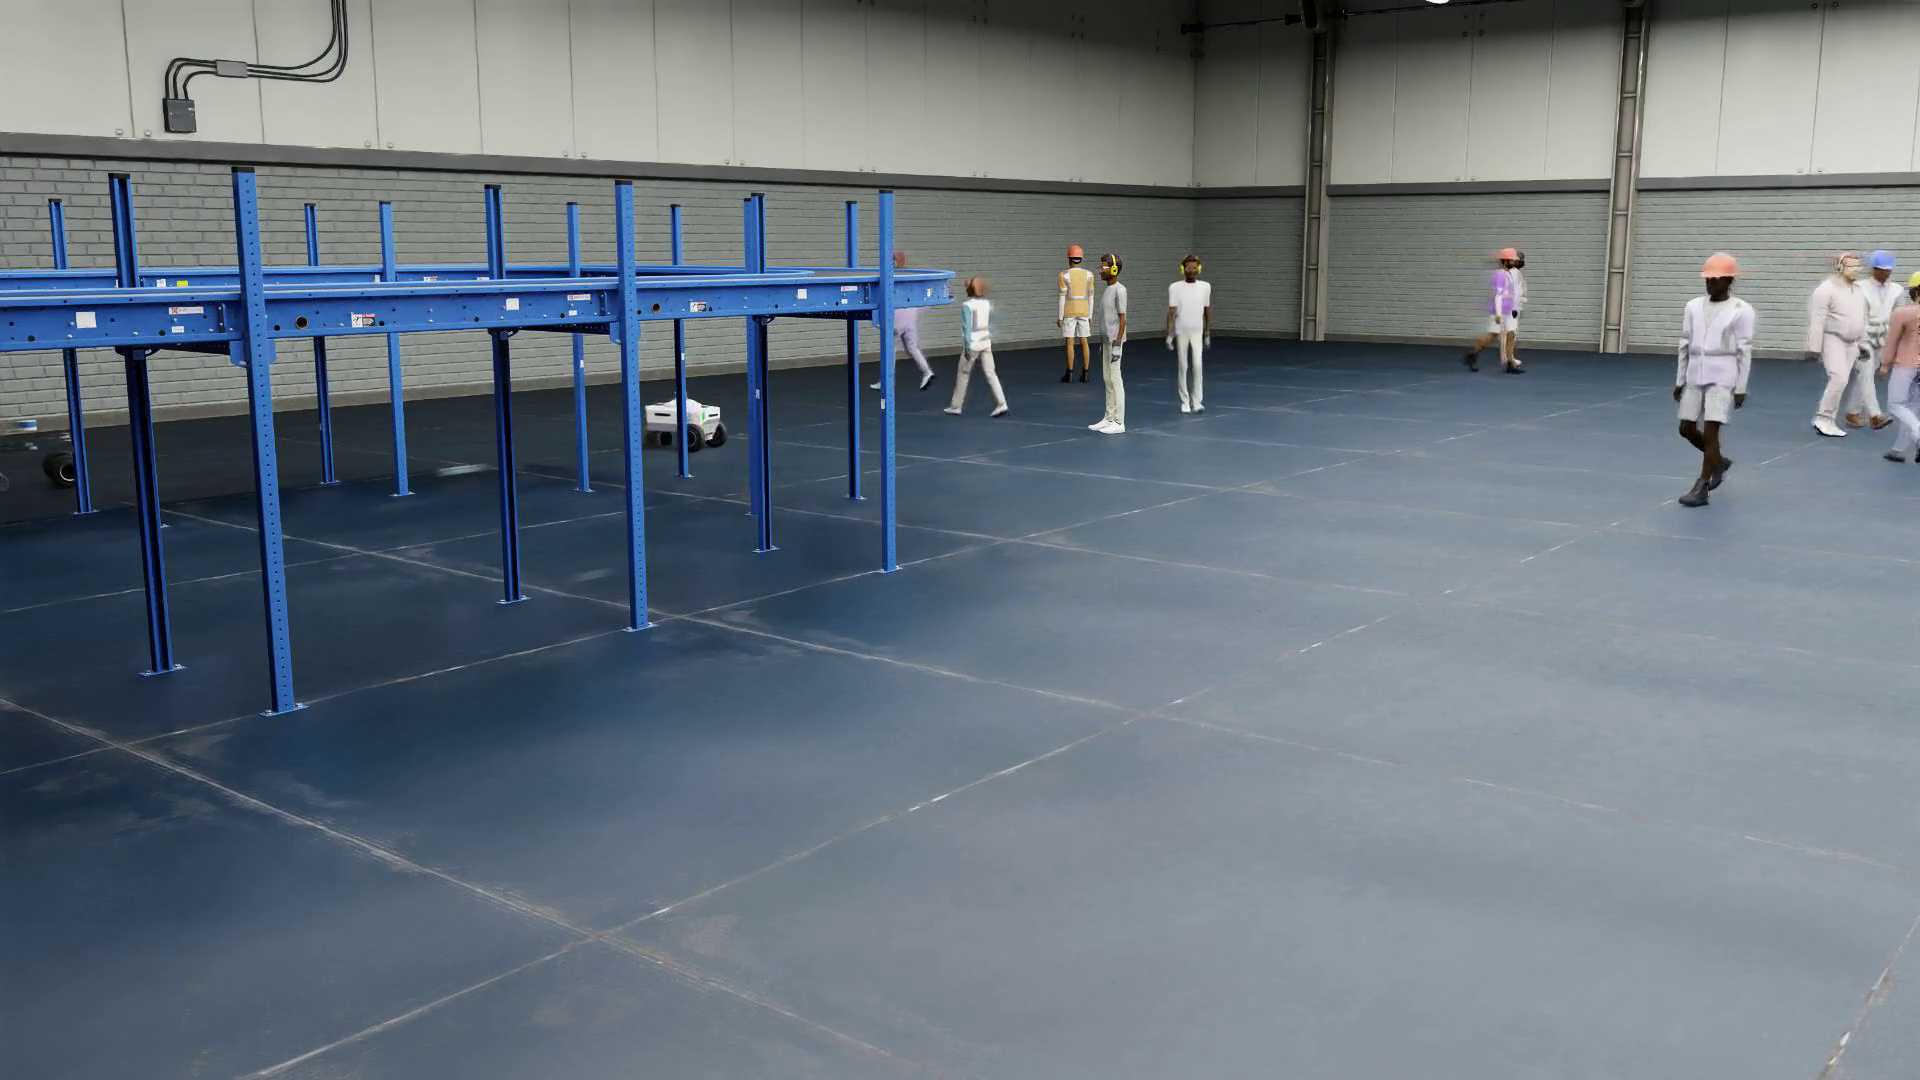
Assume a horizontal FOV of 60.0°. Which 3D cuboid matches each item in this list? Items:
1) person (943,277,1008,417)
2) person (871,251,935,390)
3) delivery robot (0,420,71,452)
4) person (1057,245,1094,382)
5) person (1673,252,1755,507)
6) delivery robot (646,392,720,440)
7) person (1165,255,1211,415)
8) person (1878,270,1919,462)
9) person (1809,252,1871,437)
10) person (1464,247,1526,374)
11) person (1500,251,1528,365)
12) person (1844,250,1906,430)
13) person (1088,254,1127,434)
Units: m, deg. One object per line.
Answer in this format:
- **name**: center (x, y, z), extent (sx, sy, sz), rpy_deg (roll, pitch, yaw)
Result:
- **person**: center (0.208, -2.211, 19.080), extent (0.869, 1.600, 0.527), rpy_deg (9, 13, 40)
- **person**: center (-0.778, -2.952, 22.403), extent (0.866, 1.878, 0.650), rpy_deg (8, 13, 39)
- **delivery robot**: center (-7.641, -0.869, 13.668), extent (0.698, 0.223, 0.335), rpy_deg (-7, 13, -35)
- **person**: center (1.640, -3.231, 23.787), extent (0.546, 1.939, 0.375), rpy_deg (-3, 11, -16)
- **person**: center (5.803, -1.238, 12.782), extent (0.630, 1.926, 0.558), rpy_deg (-7, 12, -34)
- **delivery robot**: center (-2.711, -1.206, 16.247), extent (0.707, 0.478, 0.477), rpy_deg (4, 11, 23)
- **person**: center (2.657, -2.366, 19.255), extent (0.551, 1.834, 0.898), rpy_deg (0, 10, 2)
- **person**: center (8.640, -1.558, 15.024), extent (0.527, 1.746, 0.692), rpy_deg (-2, 10, -9)
- **person**: center (9.094, -1.998, 17.108), extent (0.646, 1.891, 0.510), rpy_deg (-5, 11, -26)
- **person**: center (8.224, -3.516, 25.464), extent (0.873, 1.916, 0.559), rpy_deg (8, 13, 36)
- **person**: center (8.999, -3.774, 27.062), extent (0.429, 1.841, 0.633), rpy_deg (2, 10, 12)
- **person**: center (9.754, -2.112, 17.672), extent (0.652, 1.893, 0.995), rpy_deg (-1, 10, -5)
- **person**: center (1.580, -2.064, 17.540), extent (0.329, 1.862, 0.508), rpy_deg (-3, 11, -14)
